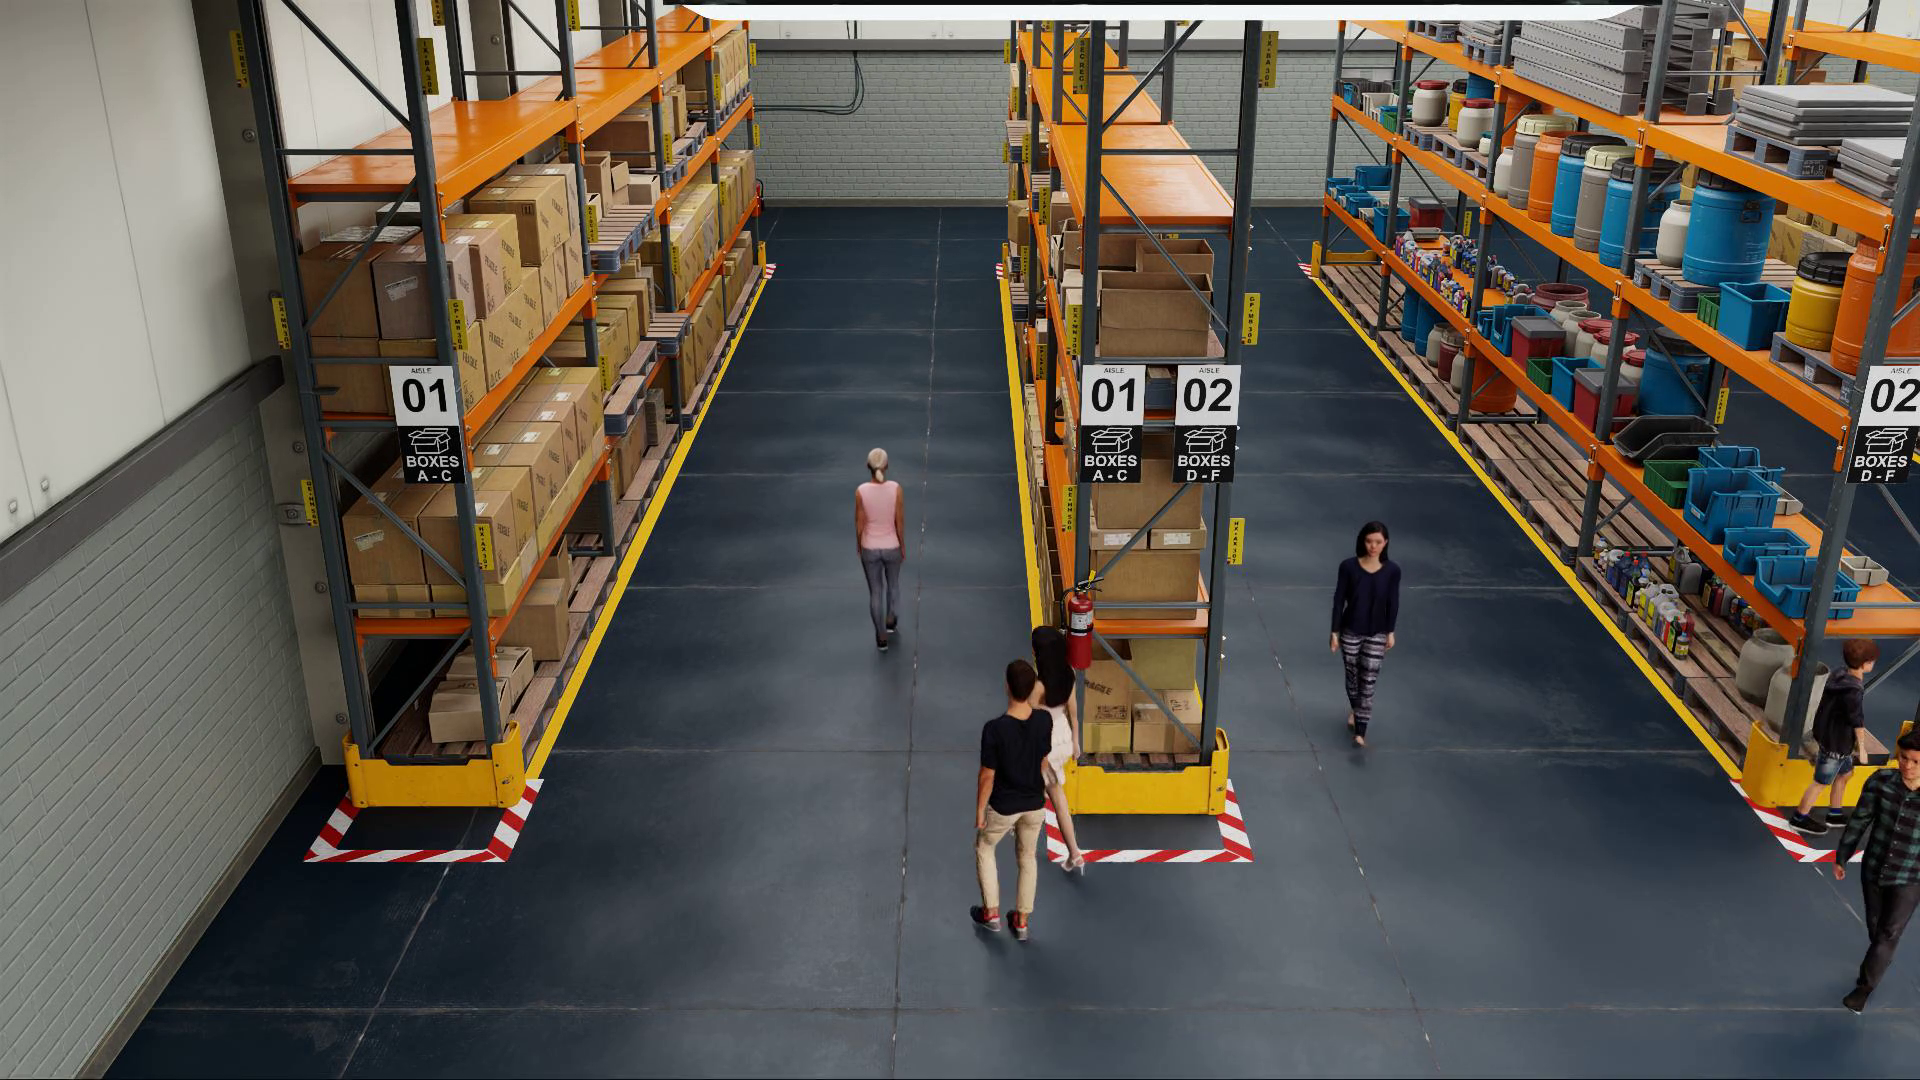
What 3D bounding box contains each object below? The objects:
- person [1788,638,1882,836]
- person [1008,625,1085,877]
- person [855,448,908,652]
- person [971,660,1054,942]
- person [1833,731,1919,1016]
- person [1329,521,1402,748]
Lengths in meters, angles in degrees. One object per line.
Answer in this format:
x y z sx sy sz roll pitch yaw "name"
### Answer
5.772 1.313 11.089 0.714 1.434 0.709 6 23 14 "person"
0.638 1.387 10.551 0.996 1.705 0.940 19 29 39 "person"
-0.646 0.106 13.675 0.600 1.711 0.783 -2 22 -5 "person"
0.372 1.598 9.851 0.755 1.842 0.752 -9 24 -21 "person"
5.332 1.817 9.411 1.132 1.684 1.130 -18 28 -37 "person"
3.004 0.640 12.383 0.802 1.700 1.080 6 23 15 "person"
